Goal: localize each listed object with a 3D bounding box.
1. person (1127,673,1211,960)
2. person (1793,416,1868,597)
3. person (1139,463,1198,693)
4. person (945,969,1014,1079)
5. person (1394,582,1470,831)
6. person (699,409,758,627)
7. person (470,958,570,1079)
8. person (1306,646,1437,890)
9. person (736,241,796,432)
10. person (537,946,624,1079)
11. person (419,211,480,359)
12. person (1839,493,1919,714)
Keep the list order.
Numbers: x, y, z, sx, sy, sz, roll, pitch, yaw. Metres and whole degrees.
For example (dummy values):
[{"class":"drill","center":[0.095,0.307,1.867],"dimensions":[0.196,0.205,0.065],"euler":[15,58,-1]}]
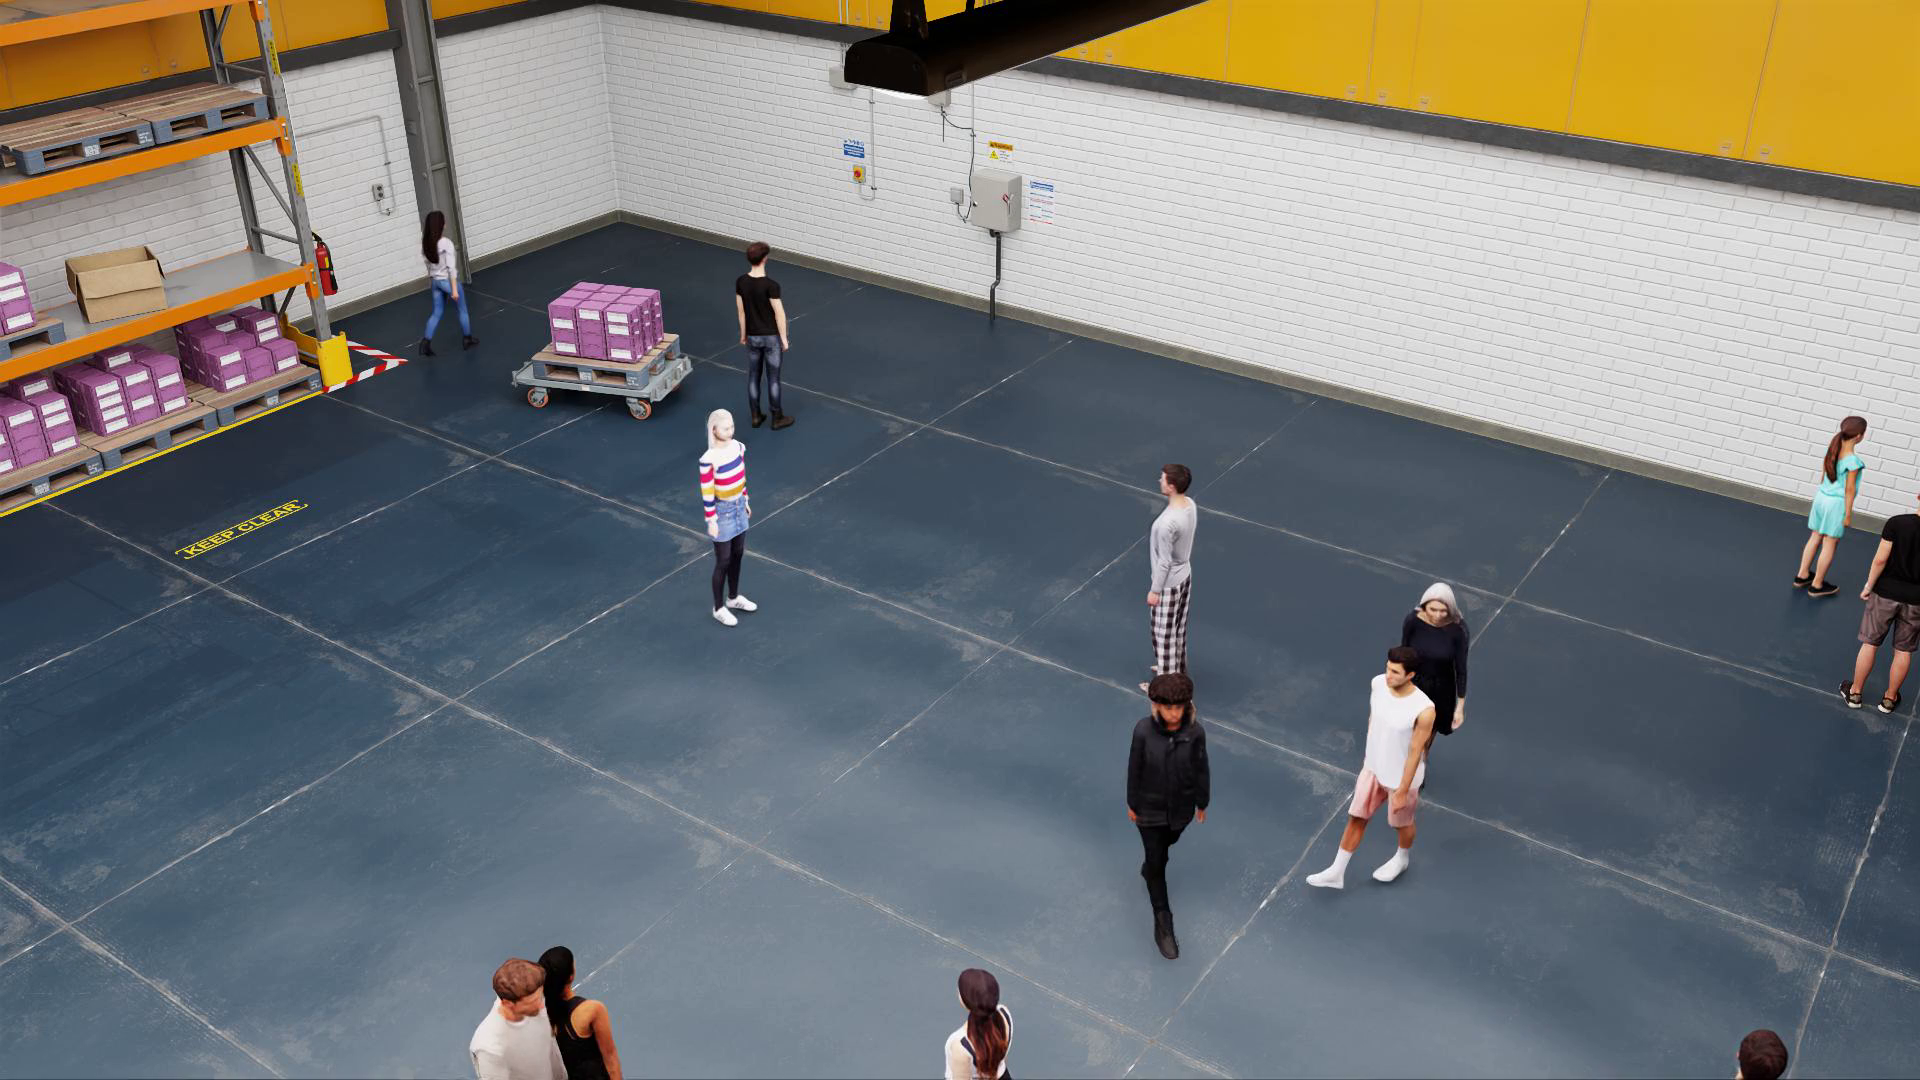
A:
[{"class":"person","center":[1.221,1.526,9.998],"dimensions":[1.079,1.738,1.141],"euler":[-4,29,-8]},{"class":"person","center":[7.087,-0.287,13.507],"dimensions":[0.723,1.559,0.664],"euler":[-6,29,-10]},{"class":"person","center":[1.548,0.281,12.165],"dimensions":[0.706,1.847,0.506],"euler":[14,32,24]},{"class":"person","center":[0.108,2.705,7.931],"dimensions":[0.601,1.646,0.462],"euler":[20,34,32]},{"class":"person","center":[3.096,0.985,11.014],"dimensions":[0.843,1.713,1.120],"euler":[7,29,12]},{"class":"person","center":[-1.839,-0.205,13.097],"dimensions":[0.725,1.808,0.456],"euler":[16,32,27]},{"class":"person","center":[-2.130,2.671,7.764],"dimensions":[0.920,1.866,1.029],"euler":[5,29,8]},{"class":"person","center":[2.732,1.391,10.226],"dimensions":[1.115,1.756,0.912],"euler":[-17,33,-28]},{"class":"person","center":[-1.931,-1.993,16.283],"dimensions":[0.725,1.896,0.655],"euler":[11,30,19]},{"class":"person","center":[-1.853,2.659,8.009],"dimensions":[0.710,1.653,0.724],"euler":[3,29,5]},{"class":"person","center":[-5.616,-2.715,17.917],"dimensions":[0.680,1.599,1.056],"euler":[14,32,24]},{"class":"person","center":[6.763,0.390,11.951],"dimensions":[0.731,1.861,0.640],"euler":[12,31,20]}]
